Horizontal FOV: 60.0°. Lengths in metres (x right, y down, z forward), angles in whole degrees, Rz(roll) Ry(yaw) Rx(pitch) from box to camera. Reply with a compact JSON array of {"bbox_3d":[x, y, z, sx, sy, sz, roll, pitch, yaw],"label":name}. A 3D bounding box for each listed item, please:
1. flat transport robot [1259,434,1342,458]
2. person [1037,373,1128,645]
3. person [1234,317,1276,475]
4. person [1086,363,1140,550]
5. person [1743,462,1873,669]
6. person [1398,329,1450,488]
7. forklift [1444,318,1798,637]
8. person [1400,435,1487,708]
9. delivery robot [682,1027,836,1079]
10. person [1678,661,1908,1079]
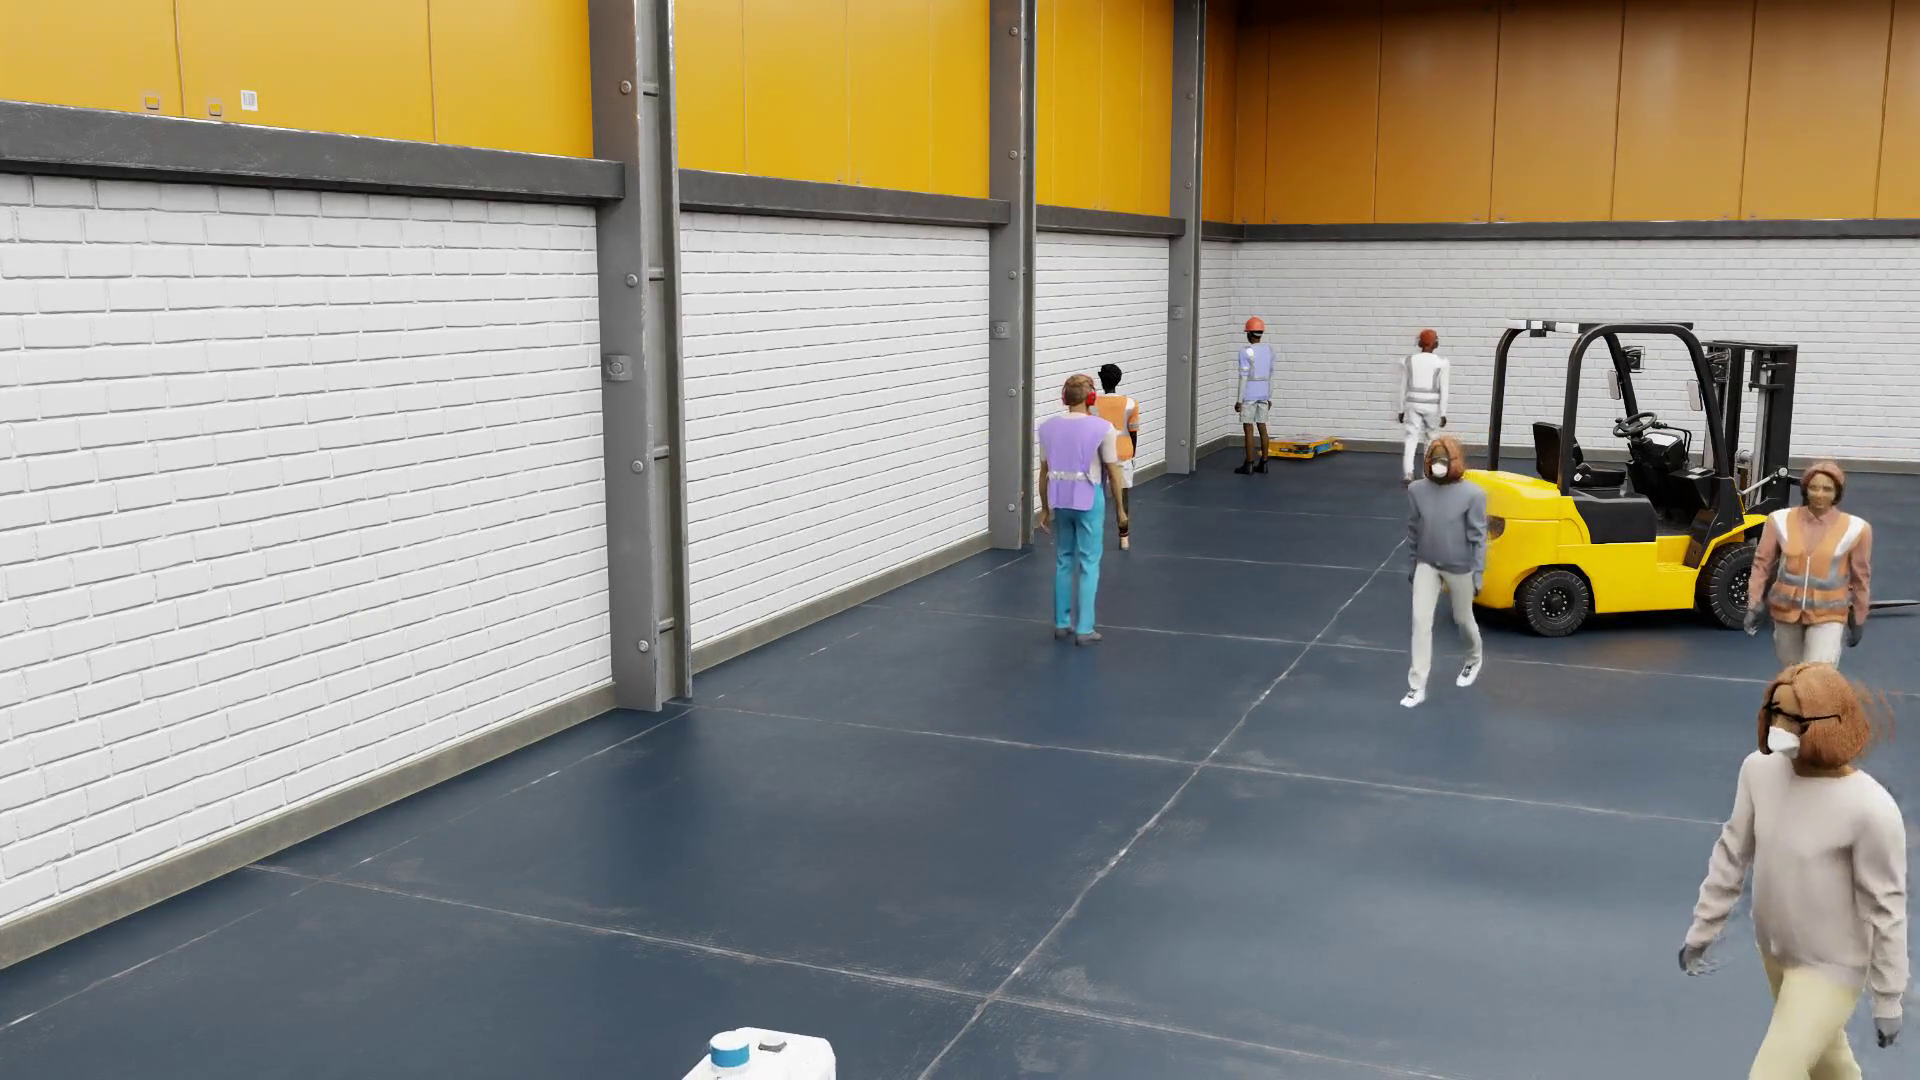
[{"bbox_3d":[4.630,-1.280,22.549,0.652,0.197,1.431,6,11,32],"label":"flat transport robot"},{"bbox_3d":[0.803,-0.206,11.290,0.582,1.837,0.440,6,11,31],"label":"person"},{"bbox_3d":[3.607,-1.771,20.485,0.552,1.935,0.367,-6,11,-30],"label":"person"},{"bbox_3d":[1.349,-0.743,15.005,0.535,1.693,0.317,0,9,-2],"label":"person"},{"bbox_3d":[4.290,0.394,8.424,0.521,1.584,0.895,8,12,39],"label":"person"},{"bbox_3d":[5.356,-1.524,19.281,0.584,1.847,0.942,5,11,27],"label":"person"},{"bbox_3d":[4.706,-0.497,11.990,2.313,2.155,1.214,-2,10,-10],"label":"forklift"},{"bbox_3d":[2.911,0.154,9.880,0.506,1.593,0.860,7,12,38],"label":"person"},{"bbox_3d":[-0.598,1.534,4.355,0.477,0.478,0.707,3,10,18],"label":"delivery robot"},{"bbox_3d":[2.113,1.084,4.252,0.871,1.583,0.518,-2,9,-9],"label":"person"}]
